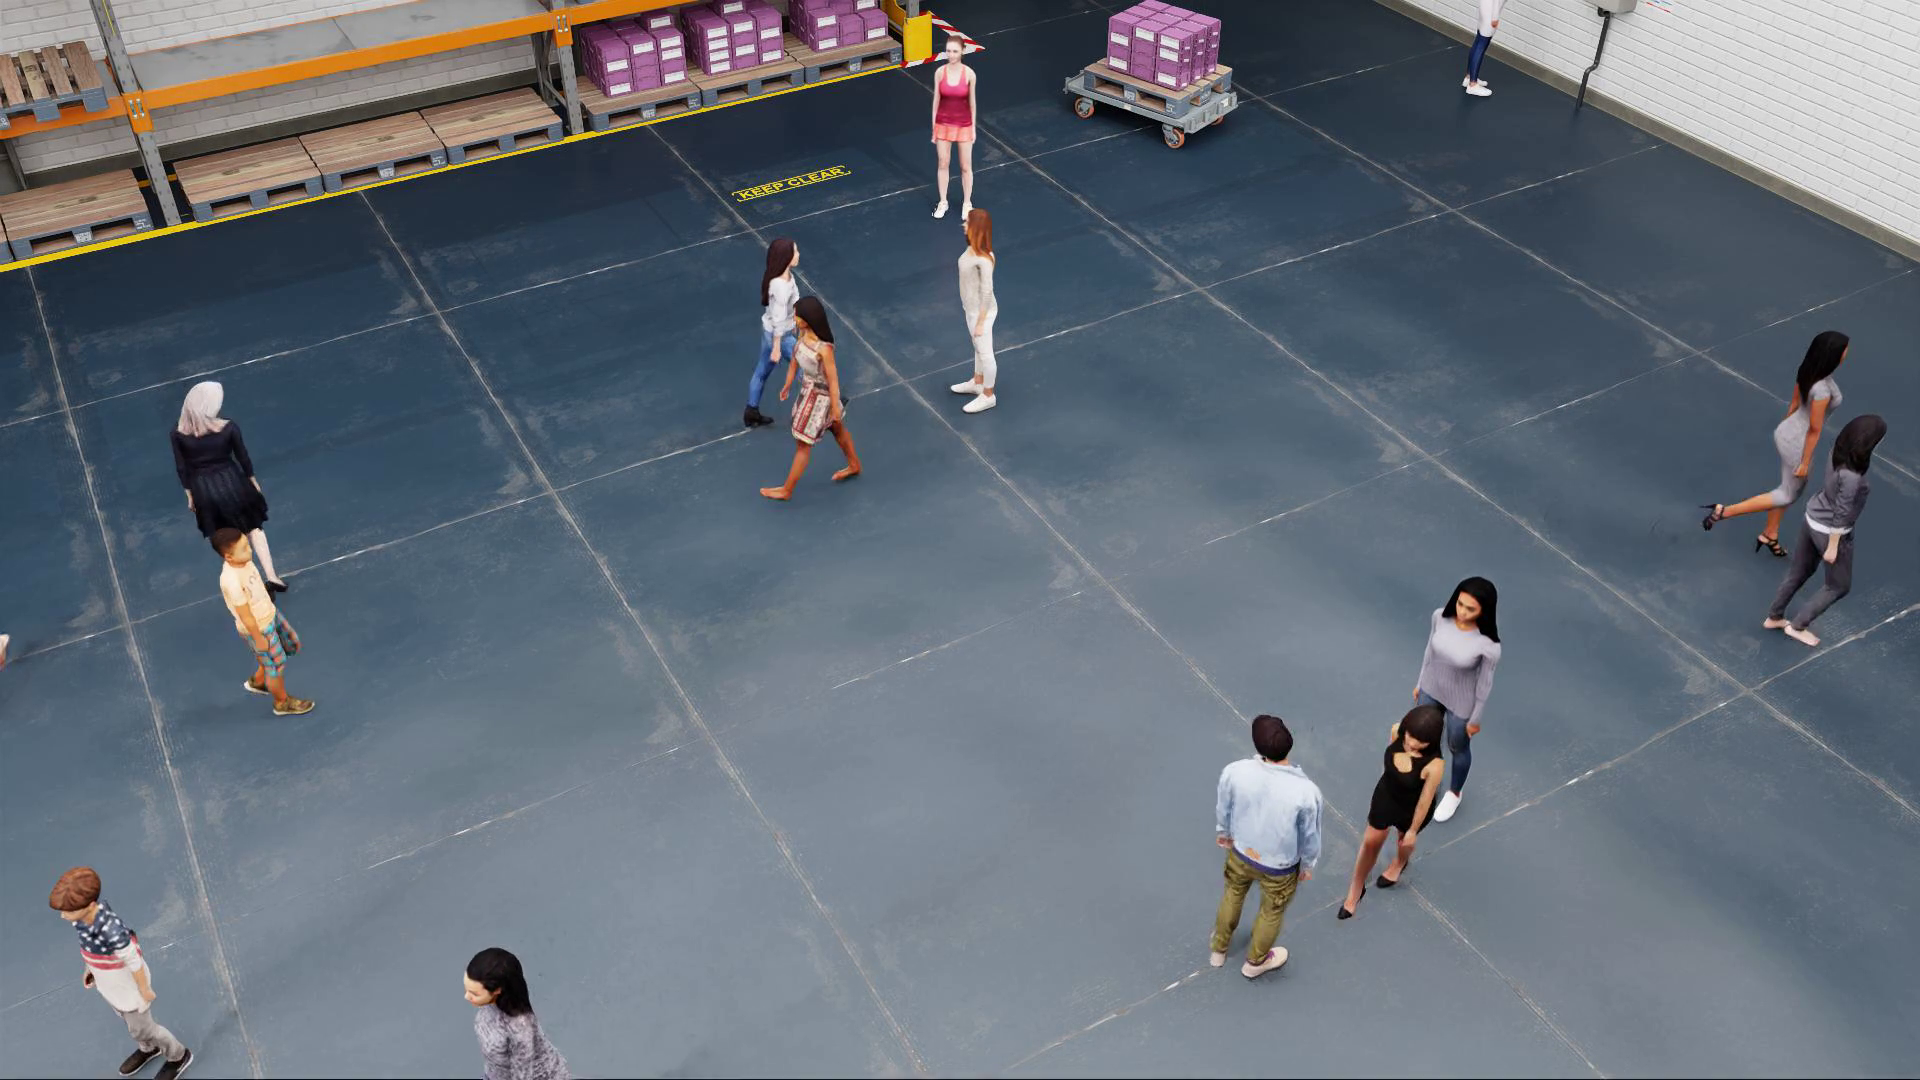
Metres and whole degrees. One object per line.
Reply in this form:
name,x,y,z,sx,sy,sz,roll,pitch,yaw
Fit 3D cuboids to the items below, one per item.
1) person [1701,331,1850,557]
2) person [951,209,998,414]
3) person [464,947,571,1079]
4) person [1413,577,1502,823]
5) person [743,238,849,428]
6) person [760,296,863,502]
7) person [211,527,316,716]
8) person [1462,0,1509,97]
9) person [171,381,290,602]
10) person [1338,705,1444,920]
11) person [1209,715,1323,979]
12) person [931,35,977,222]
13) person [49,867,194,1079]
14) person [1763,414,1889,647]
person,5.604,-0.618,11.371,1.006,1.760,0.921,7,39,9
person,0.160,-1.795,12.883,0.657,1.713,0.671,-7,39,-9
person,-1.897,2.414,7.626,1.093,1.697,0.754,-29,47,-32
person,2.829,0.881,9.521,0.587,1.727,0.625,-23,44,-26
person,-1.457,-1.519,12.647,1.114,1.576,0.783,-9,40,-11
person,-0.925,-1.060,12.051,1.081,1.603,0.703,-16,41,-19
person,-4.371,0.511,10.206,0.703,1.451,0.635,-7,39,-9
person,5.614,-5.621,17.623,0.724,1.776,0.690,5,39,7
person,-4.892,-0.294,10.988,0.677,1.732,0.530,30,48,32
person,2.429,1.388,8.983,0.856,1.607,0.650,-23,44,-26
person,1.575,1.598,8.558,0.747,1.808,0.787,-30,47,-32
person,-0.050,-3.824,15.391,0.657,1.753,0.729,6,39,7
person,-4.125,2.109,8.214,0.618,1.439,0.631,26,45,28
person,5.487,-0.067,10.688,0.786,1.752,0.744,5,39,6
